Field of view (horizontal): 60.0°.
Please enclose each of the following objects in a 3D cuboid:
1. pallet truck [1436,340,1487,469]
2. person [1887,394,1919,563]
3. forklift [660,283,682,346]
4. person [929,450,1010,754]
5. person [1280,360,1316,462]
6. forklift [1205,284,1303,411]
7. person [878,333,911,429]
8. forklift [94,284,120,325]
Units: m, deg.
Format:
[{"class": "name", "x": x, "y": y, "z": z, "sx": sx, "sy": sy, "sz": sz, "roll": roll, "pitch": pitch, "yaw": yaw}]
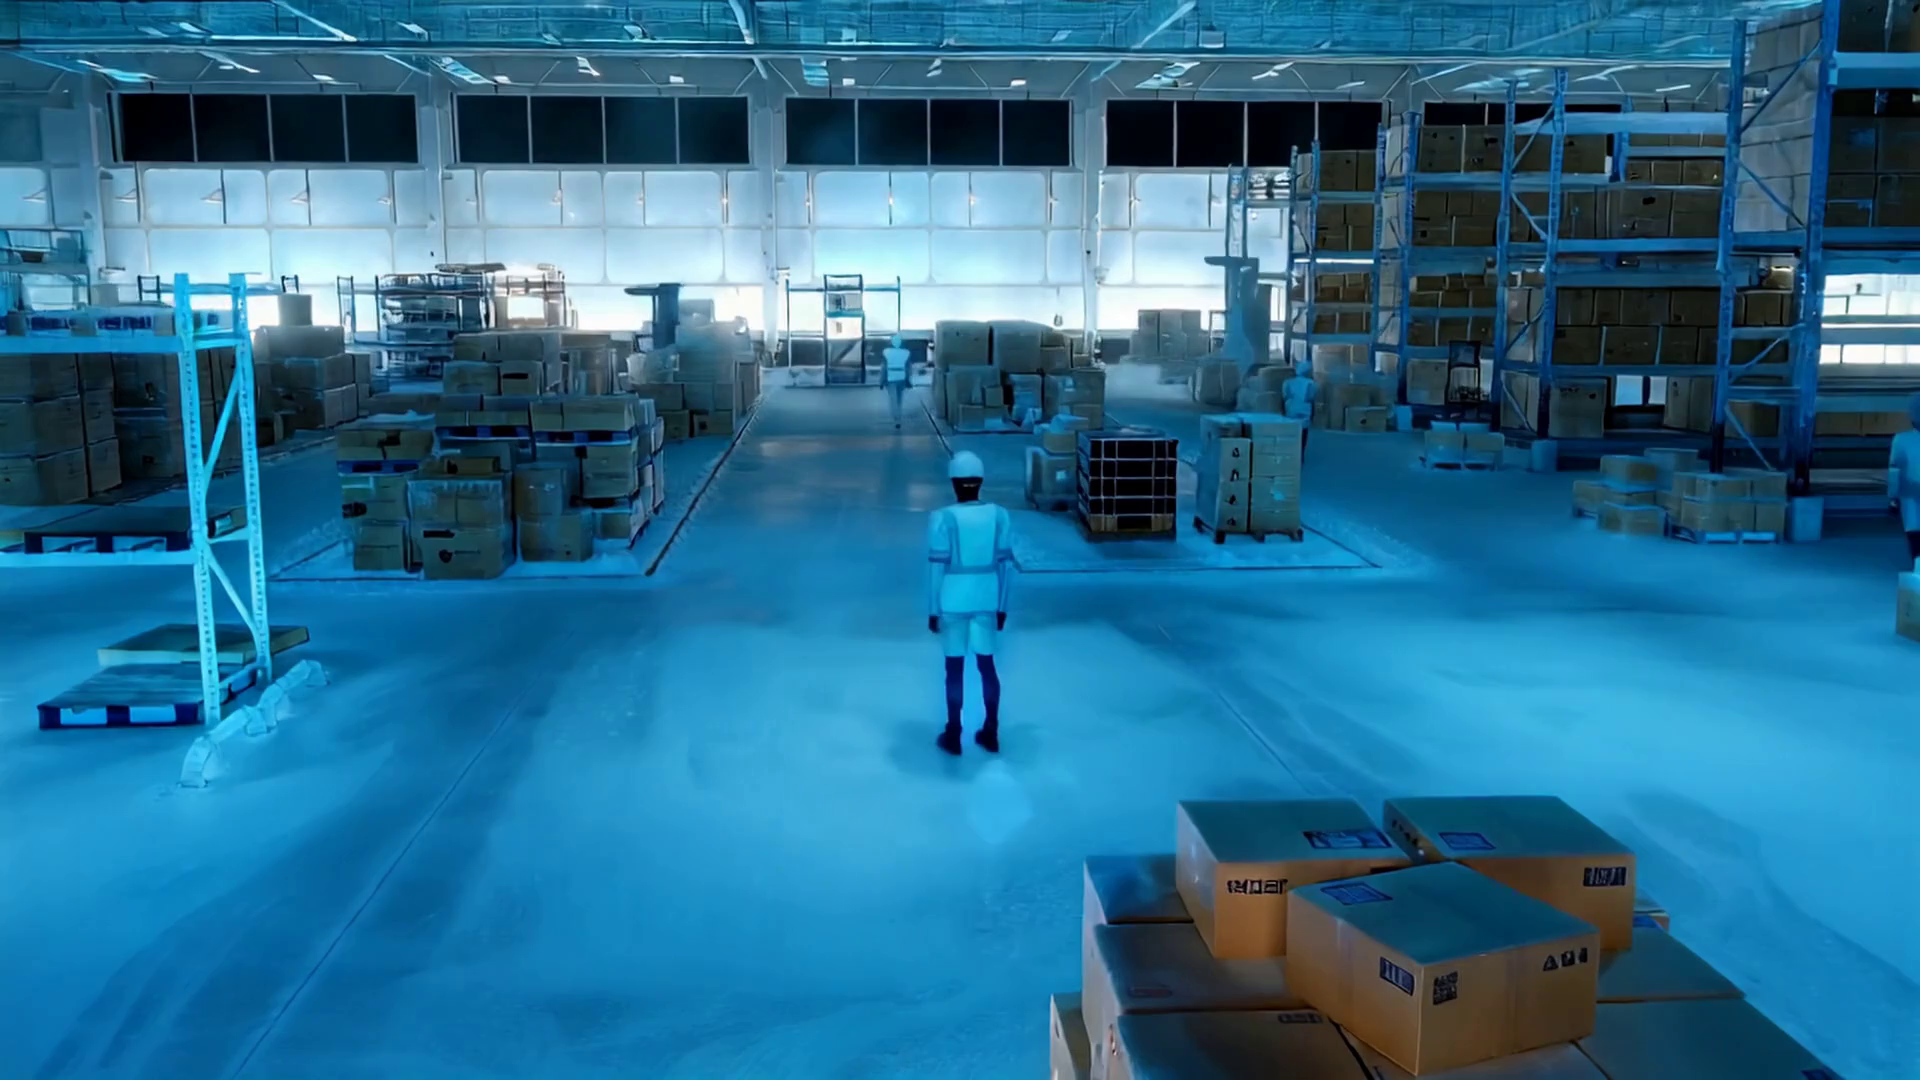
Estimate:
[{"class": "pallet truck", "x": 8.004, "y": -2.170, "z": 26.422, "sx": 0.823, "sy": 1.965, "sz": 1.885, "roll": 2, "pitch": 9, "yaw": 14}, {"class": "person", "x": 8.931, "y": -0.384, "z": 15.410, "sx": 0.637, "sy": 1.923, "sz": 0.799, "roll": 7, "pitch": 11, "yaw": 37}, {"class": "forklift", "x": -7.225, "y": -5.025, "z": 41.586, "sx": 1.873, "sy": 2.768, "sz": 1.129, "roll": -3, "pitch": 10, "yaw": -20}, {"class": "person", "x": 0.051, "y": 0.392, "z": 10.571, "sx": 0.540, "sy": 1.930, "sz": 0.398, "roll": -4, "pitch": 10, "yaw": -24}, {"class": "person", "x": 5.407, "y": -2.040, "z": 26.620, "sx": 0.557, "sy": 1.656, "sz": 0.819, "roll": 2, "pitch": 9, "yaw": 11}, {"class": "forklift", "x": 6.483, "y": -4.196, "z": 36.375, "sx": 1.873, "sy": 2.768, "sz": 1.129, "roll": 7, "pitch": 11, "yaw": 36}, {"class": "person", "x": -1.264, "y": -3.155, "z": 33.000, "sx": 0.606, "sy": 1.880, "sz": 0.962, "roll": -3, "pitch": 10, "yaw": -21}, {"class": "forklift", "x": -18.830, "y": -4.285, "z": 36.934, "sx": 1.873, "sy": 2.768, "sz": 1.129, "roll": -6, "pitch": 11, "yaw": -32}]
